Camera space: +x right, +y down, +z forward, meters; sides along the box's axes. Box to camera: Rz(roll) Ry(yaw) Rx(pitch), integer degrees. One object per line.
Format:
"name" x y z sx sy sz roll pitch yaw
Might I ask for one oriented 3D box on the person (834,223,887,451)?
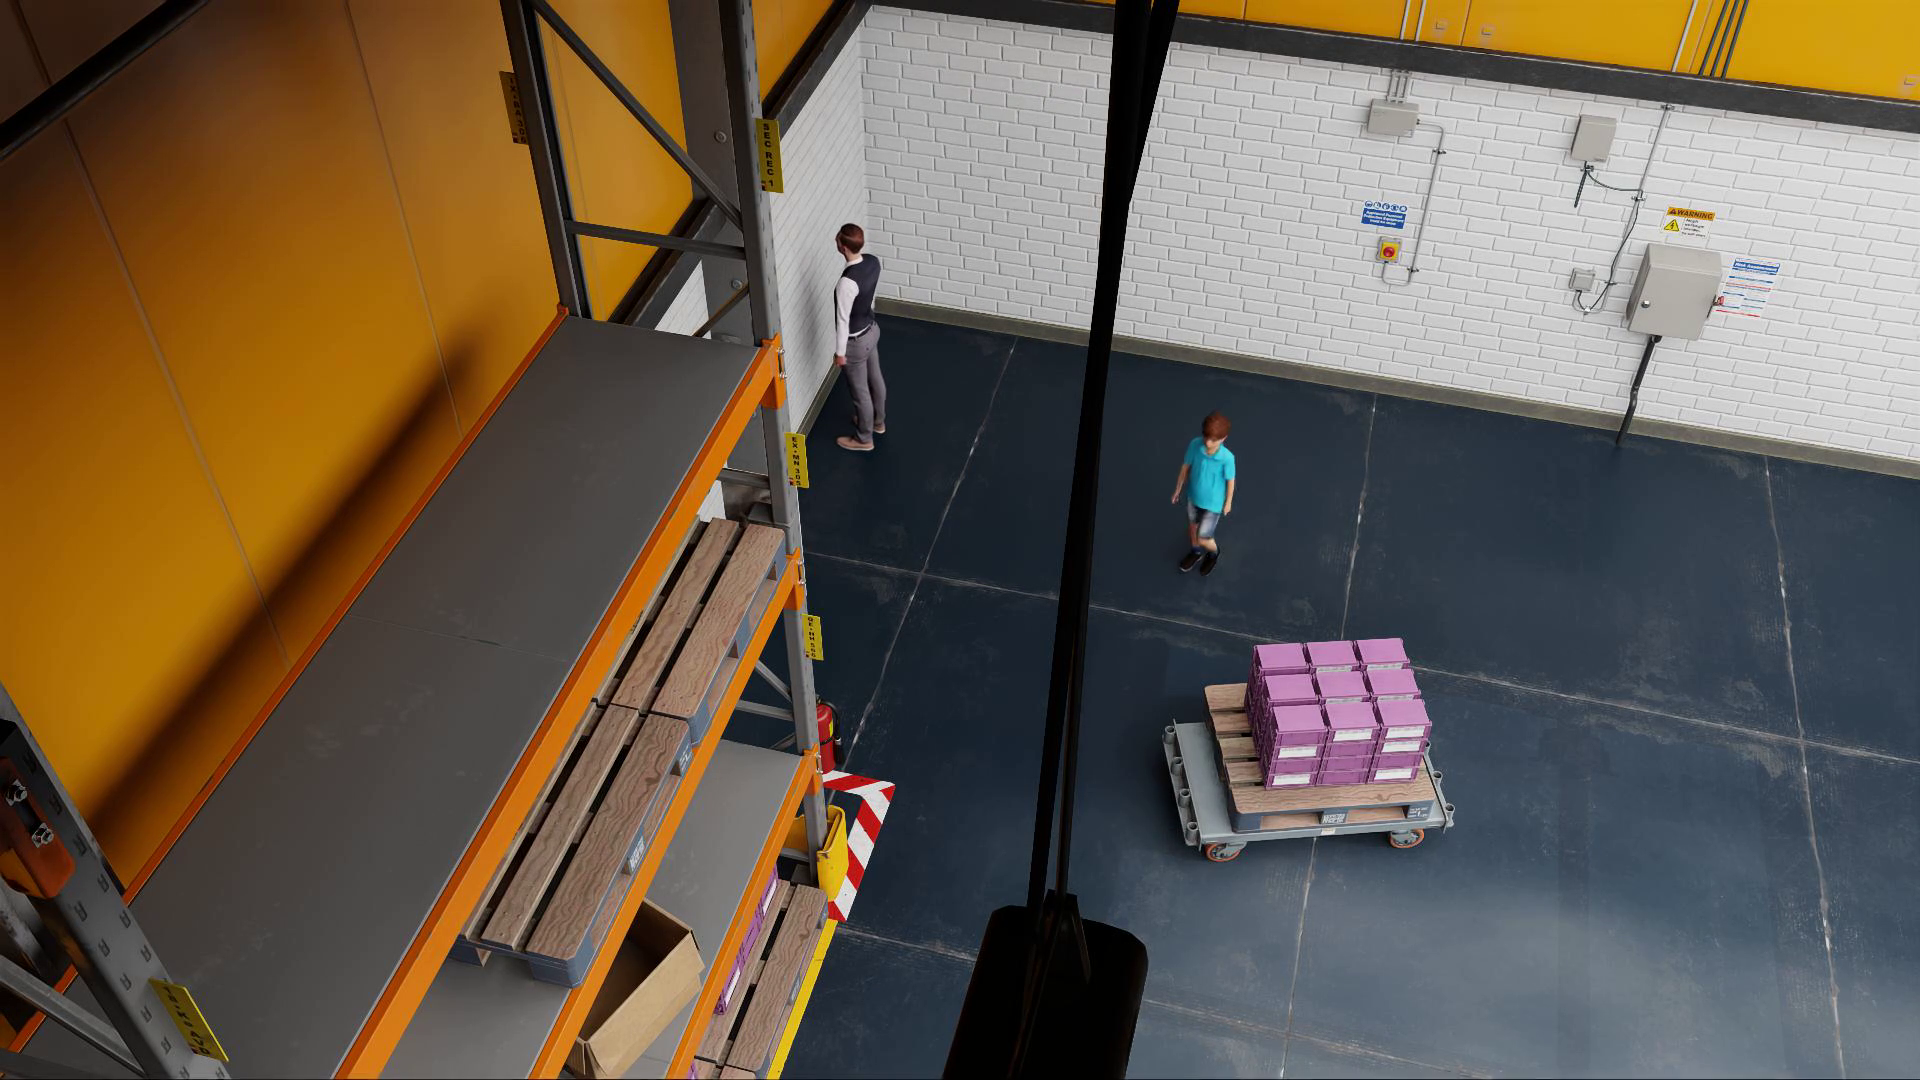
"person" -0.753 -1.524 12.474 0.737 1.936 0.526 15 46 15

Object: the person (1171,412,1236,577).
"person" 1.763 -0.357 11.612 0.674 1.436 0.638 -33 53 -30
